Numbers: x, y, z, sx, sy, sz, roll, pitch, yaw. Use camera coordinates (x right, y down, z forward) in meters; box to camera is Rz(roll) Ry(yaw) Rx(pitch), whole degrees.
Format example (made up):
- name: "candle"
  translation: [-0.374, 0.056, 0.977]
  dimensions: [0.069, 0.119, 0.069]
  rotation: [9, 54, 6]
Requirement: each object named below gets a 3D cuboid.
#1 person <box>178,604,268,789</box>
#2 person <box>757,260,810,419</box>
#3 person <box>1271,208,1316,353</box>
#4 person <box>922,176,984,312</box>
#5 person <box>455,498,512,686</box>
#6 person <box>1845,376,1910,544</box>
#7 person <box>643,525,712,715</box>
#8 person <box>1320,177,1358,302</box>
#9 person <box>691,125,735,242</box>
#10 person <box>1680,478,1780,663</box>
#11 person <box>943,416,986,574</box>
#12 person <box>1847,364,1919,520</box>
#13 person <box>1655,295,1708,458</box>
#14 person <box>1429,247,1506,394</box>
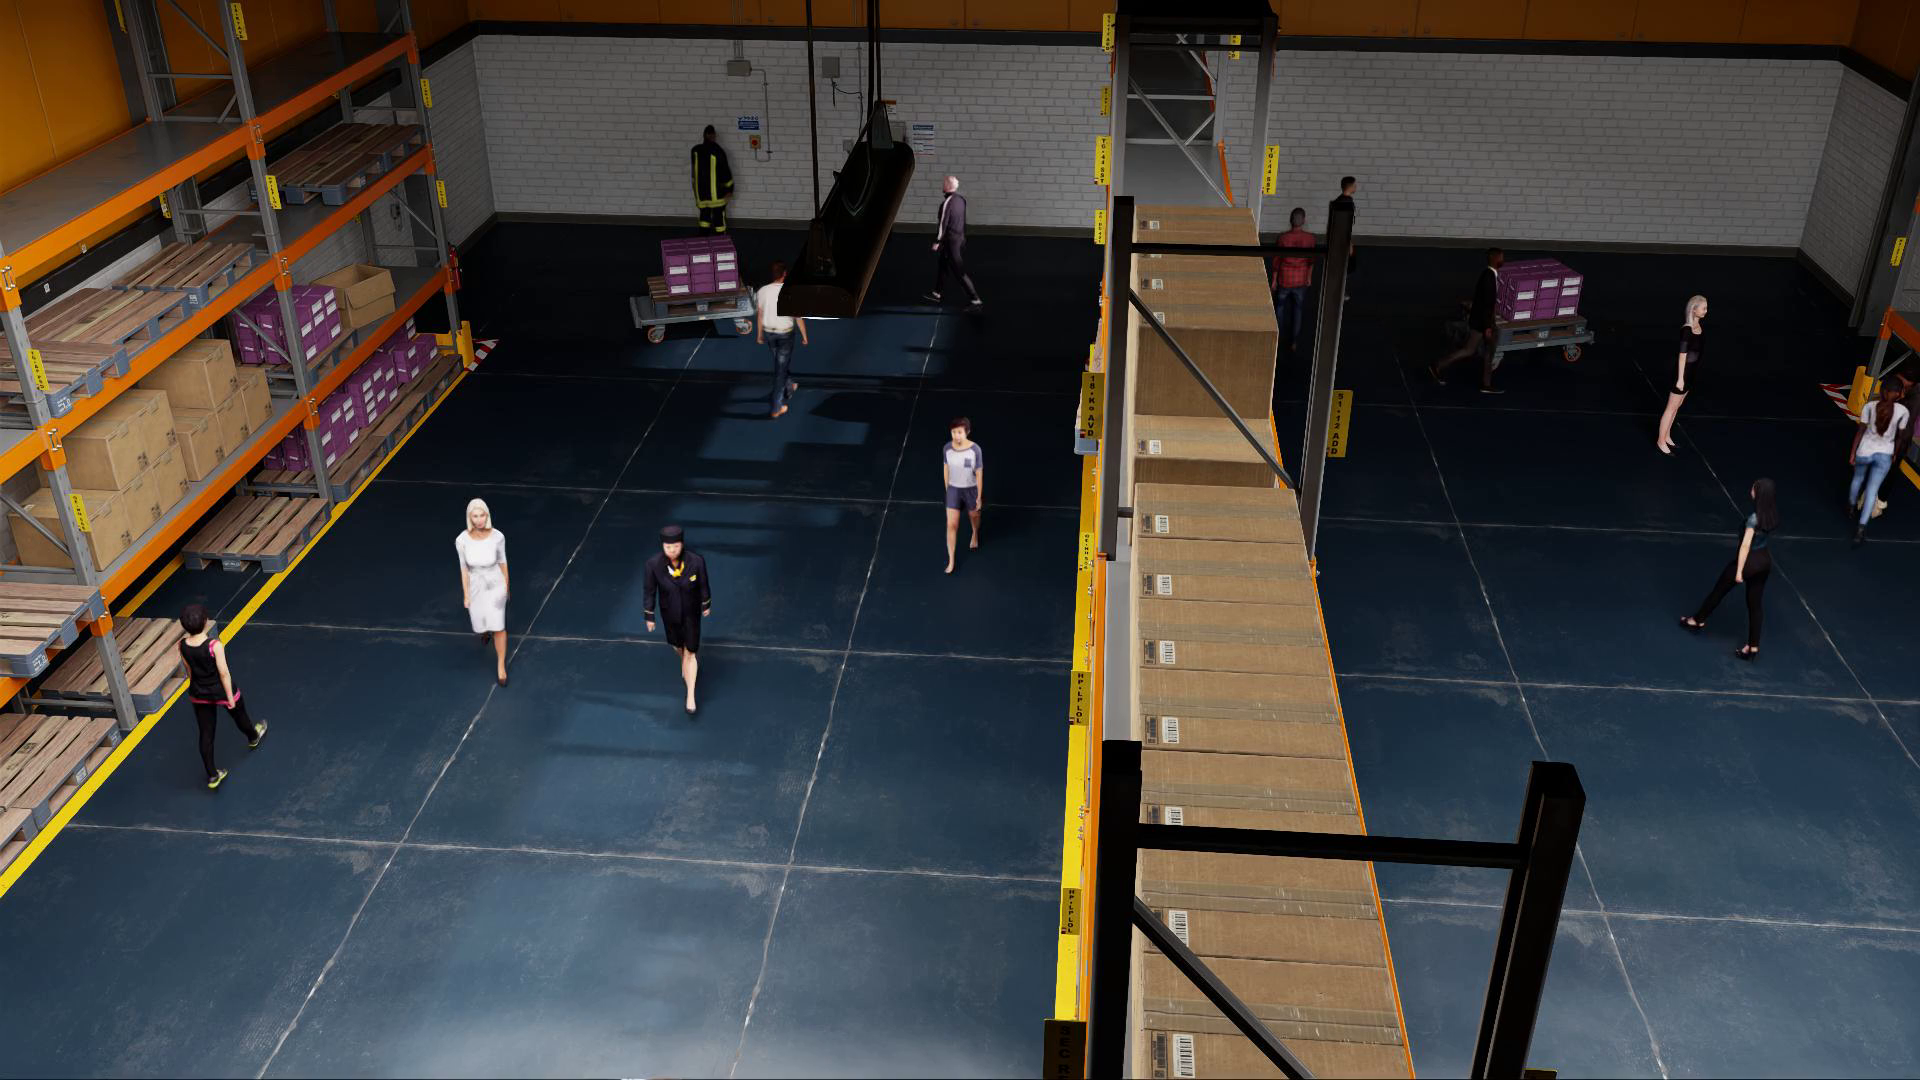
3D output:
- name: "person"
  translation: [-5.913, 1.243, 13.075]
  dimensions: [0.559, 1.511, 1.000]
  rotation: [2, 29, 4]
- name: "person"
  translation: [-2.134, -2.297, 19.235]
  dimensions: [0.889, 1.827, 1.136]
  rotation: [10, 30, 18]
- name: "person"
  translation: [4.206, -3.278, 21.038]
  dimensions: [0.694, 1.824, 0.669]
  rotation: [3, 29, 5]
- name: "person"
  translation: [-0.016, -3.917, 22.243]
  dimensions: [1.008, 1.792, 1.240]
  rotation: [12, 31, 21]
- name: "person"
  translation: [-4.119, 0.400, 14.387]
  dimensions: [0.788, 1.735, 0.978]
  rotation: [-9, 30, -16]
- name: "person"
  translation: [9.122, -0.774, 16.603]
  dimensions: [0.918, 1.674, 1.227]
  rotation: [15, 32, 25]
- name: "person"
  translation: [-2.375, 0.597, 14.142]
  dimensions: [0.834, 1.625, 1.109]
  rotation: [-2, 29, -4]
- name: "person"
  translation: [5.096, -4.033, 22.491]
  dimensions: [0.810, 1.757, 0.742]
  rotation: [-5, 29, -9]
- name: "person"
  translation: [-3.702, -5.207, 24.540]
  dimensions: [0.859, 1.856, 0.807]
  rotation: [8, 30, 14]
- name: "person"
  translation: [7.021, 0.285, 14.630]
  dimensions: [0.938, 1.705, 1.080]
  rotation: [-15, 32, -25]
- name: "person"
  translation: [0.064, -0.513, 16.282]
  dimensions: [0.638, 1.525, 1.036]
  rotation: [6, 29, 11]
- name: "person"
  translation: [9.609, -1.038, 17.103]
  dimensions: [0.723, 1.659, 0.660]
  rotation: [12, 31, 20]
- name: "person"
  translation: [7.987, -1.830, 18.375]
  dimensions: [0.715, 1.831, 0.595]
  rotation: [19, 34, 30]
- name: "person"
  translation: [6.131, -2.600, 19.859]
  dimensions: [1.022, 1.763, 1.192]
  rotation: [14, 32, 24]
